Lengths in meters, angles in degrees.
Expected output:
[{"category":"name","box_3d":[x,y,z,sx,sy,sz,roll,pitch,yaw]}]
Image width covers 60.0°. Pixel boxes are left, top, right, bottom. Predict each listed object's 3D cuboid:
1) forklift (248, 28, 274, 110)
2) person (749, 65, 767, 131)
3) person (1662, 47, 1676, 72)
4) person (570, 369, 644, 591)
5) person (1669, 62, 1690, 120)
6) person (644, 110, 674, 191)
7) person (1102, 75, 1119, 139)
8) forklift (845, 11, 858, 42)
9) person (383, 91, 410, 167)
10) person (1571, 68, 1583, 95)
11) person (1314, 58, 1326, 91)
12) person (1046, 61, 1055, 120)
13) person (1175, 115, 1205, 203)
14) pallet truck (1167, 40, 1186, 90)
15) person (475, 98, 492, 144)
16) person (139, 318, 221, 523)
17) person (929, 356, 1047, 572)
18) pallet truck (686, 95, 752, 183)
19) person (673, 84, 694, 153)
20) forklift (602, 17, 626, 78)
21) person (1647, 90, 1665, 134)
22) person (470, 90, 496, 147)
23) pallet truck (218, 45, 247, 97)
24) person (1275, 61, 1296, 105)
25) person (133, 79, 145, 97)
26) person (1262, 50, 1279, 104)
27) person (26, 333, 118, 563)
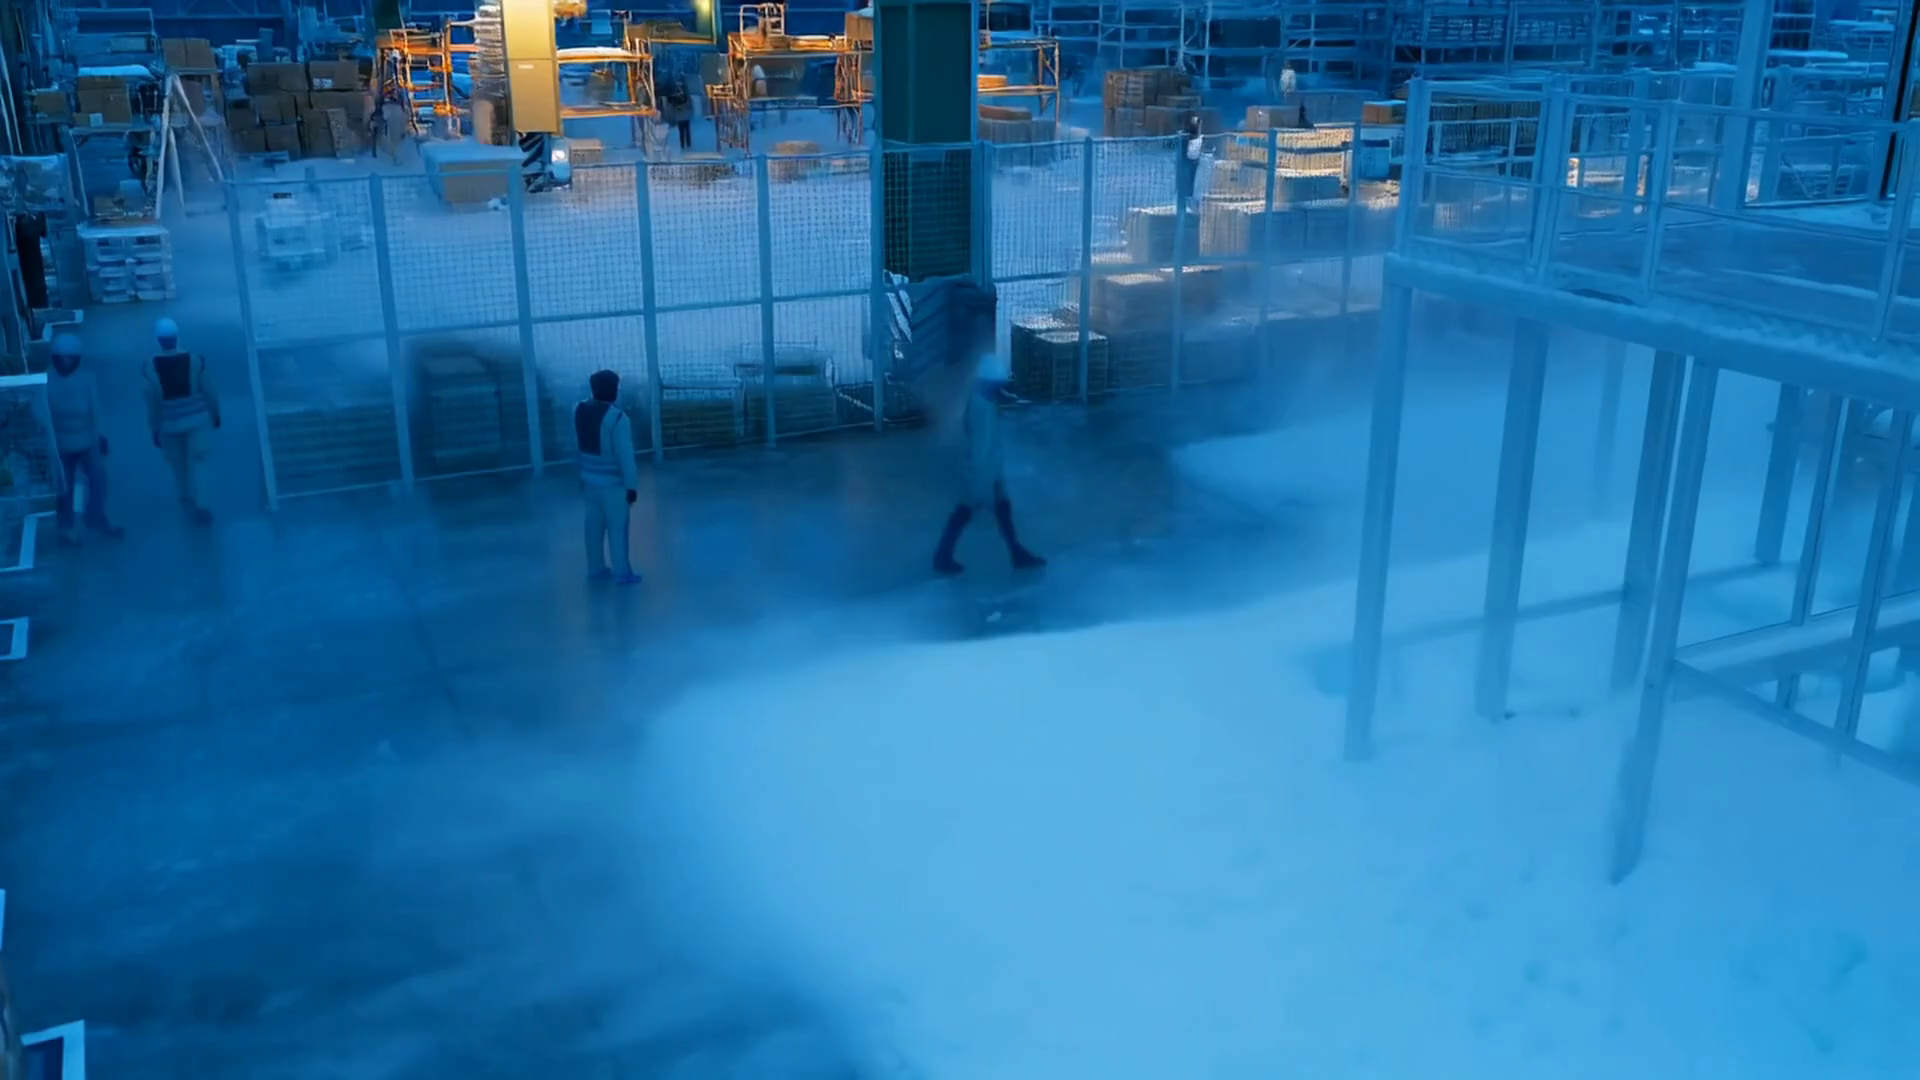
[{"category":"forklift","box_3d":[-24.786,-16.938,59.770,1.873,2.768,1.129,-9,21,-25]},{"category":"person","box_3d":[-6.349,-13.813,51.980,0.617,2.000,0.709,-9,21,-25]},{"category":"person","box_3d":[32.813,-22.222,76.928,0.543,1.648,0.834,16,25,39]},{"category":"person","box_3d":[-2.898,-0.497,13.702,0.624,1.835,0.431,12,23,32]},{"category":"person","box_3d":[24.089,-15.030,55.698,0.528,1.918,0.559,-9,21,-25]},{"category":"person","box_3d":[-6.865,-8.898,38.056,0.664,1.825,0.604,-7,20,-18]},{"category":"person","box_3d":[4.494,-12.950,49.759,0.510,1.860,0.334,8,20,21]},{"category":"forklift","box_3d":[-5.436,-25.090,83.401,1.873,2.768,1.129,-9,21,-25]},{"category":"person","box_3d":[-14.504,-10.644,43.000,0.624,1.892,0.858,5,20,15]},{"category":"person","box_3d":[19.526,-14.031,52.871,0.919,1.864,0.557,-8,21,-23]},{"category":"person","box_3d":[13.487,-17.176,62.253,0.371,1.682,0.555,11,22,29]},{"category":"person","box_3d":[3.064,-15.021,55.637,0.355,1.936,0.635,-3,19,-8]},{"category":"person","box_3d":[5.001,-8.337,36.336,0.608,1.892,0.585,-3,19,-10]},{"category":"pallet truck","box_3d":[9.045,-19.971,69.895,0.823,1.965,1.885,-3,19,-8]},{"category":"person","box_3d":[-12.598,-10.880,44.017,0.542,1.678,0.479,-10,21,-27]},{"category":"person","box_3d":[-7.169,-1.107,15.365,0.613,1.906,0.947,-7,20,-19]},{"category":"person","box_3d":[0.198,-0.619,13.977,1.010,1.886,0.564,2,19,6]},{"category":"pallet truck","box_3d":[-5.836,-9.608,39.856,0.823,1.965,1.885,10,22,27]},{"category":"person","box_3d":[-7.596,-11.576,45.760,0.599,1.886,1.011,-6,20,-18]},{"category":"forklift","box_3d":[-14.830,-21.538,73.104,1.873,2.768,1.129,-3,19,-9]},{"category":"person","box_3d":[19.864,-11.999,47.395,0.515,1.595,0.843,5,20,14]},{"category":"person","box_3d":[-12.353,-10.718,43.236,0.634,1.908,0.931,-15,24,-37]},{"category":"pallet truck","box_3d":[-28.879,-18.665,66.111,0.823,1.965,1.885,-3,19,-9]},{"category":"person","box_3d":[11.166,-15.491,57.138,0.590,1.842,0.927,17,25,40]},{"category":"person","box_3d":[-25.310,-13.405,51.419,0.520,1.633,0.312,7,20,19]},{"category":"person","box_3d":[11.642,-17.374,62.446,0.624,1.949,0.556,-9,21,-24]},{"category":"person","box_3d":[-7.789,-0.821,14.445,0.529,1.971,0.773,13,23,33]}]
